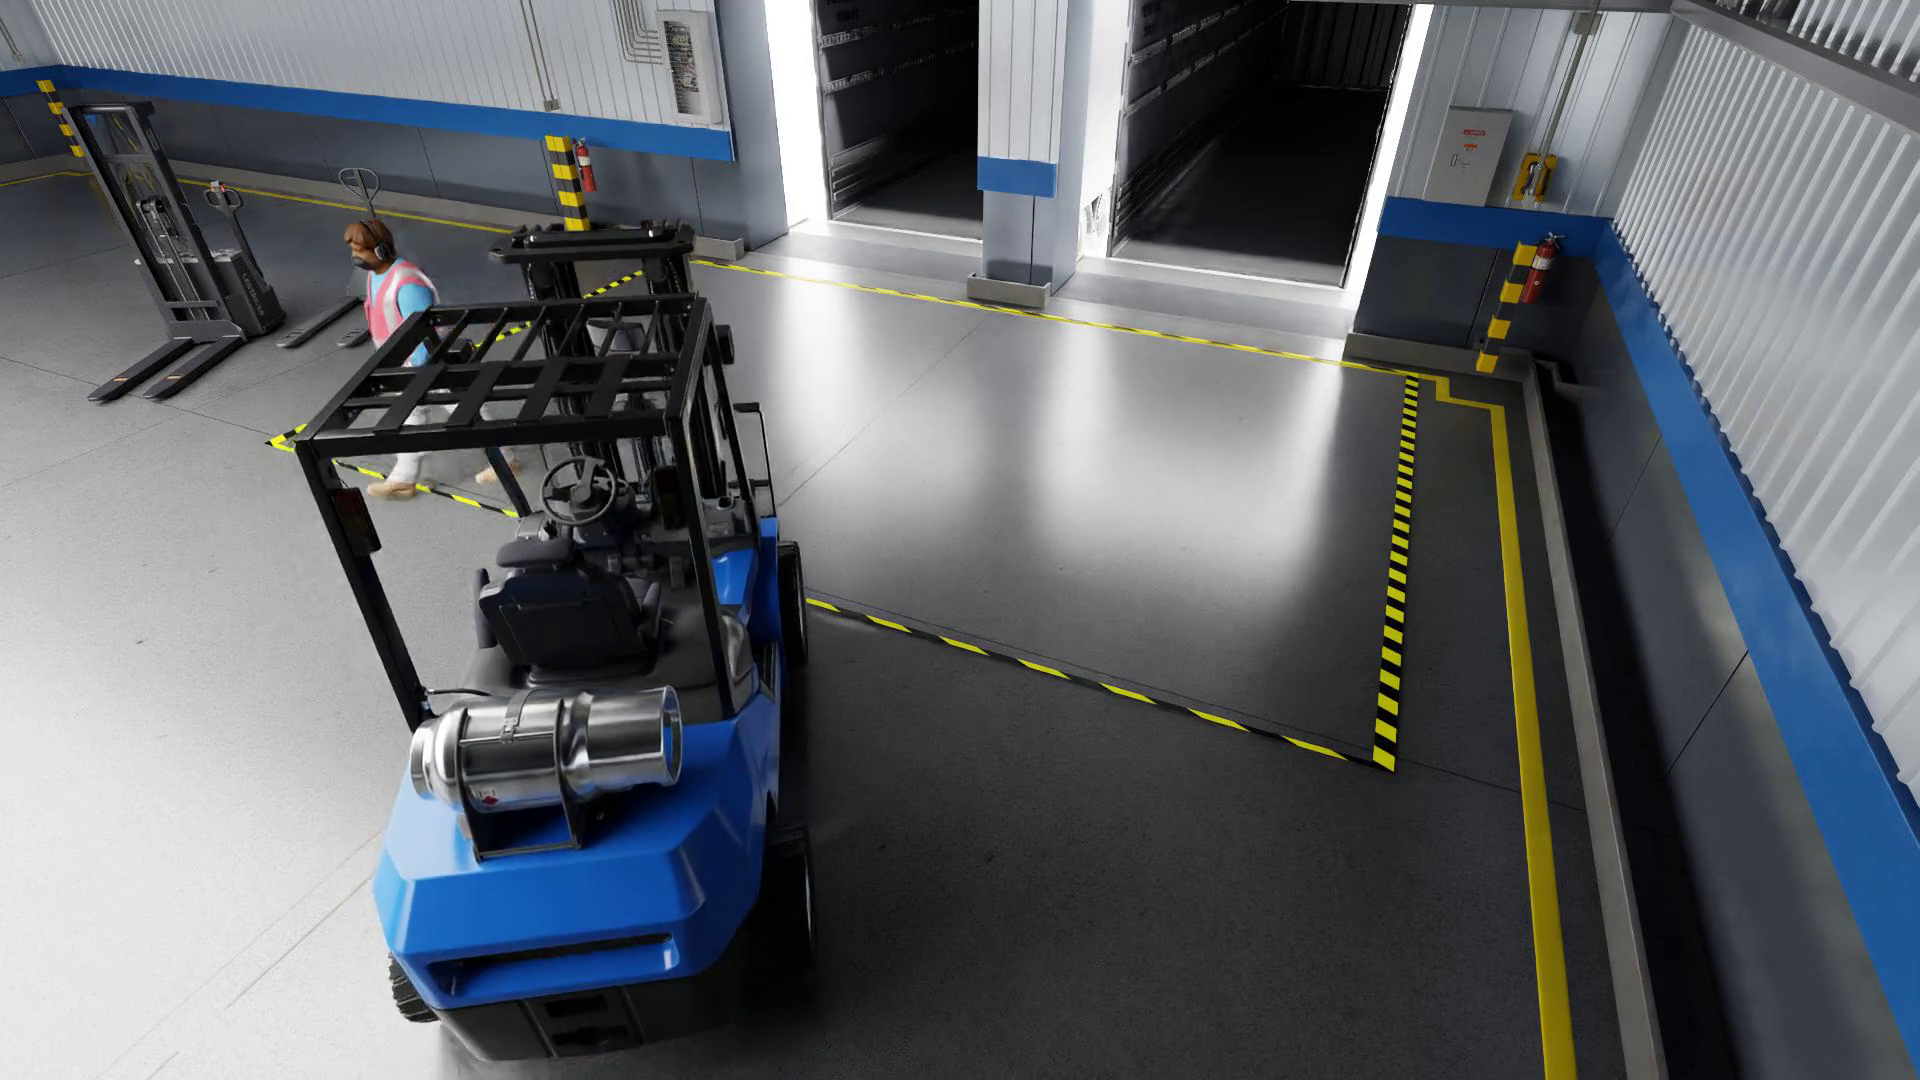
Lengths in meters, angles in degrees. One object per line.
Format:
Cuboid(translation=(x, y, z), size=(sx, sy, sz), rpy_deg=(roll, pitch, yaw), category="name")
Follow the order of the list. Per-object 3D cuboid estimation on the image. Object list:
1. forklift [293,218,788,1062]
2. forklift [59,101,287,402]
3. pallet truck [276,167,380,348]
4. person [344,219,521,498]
Cuboid(translation=(-1.348, 0.146, 3.500), size=(1.157, 2.036, 2.680), rpy_deg=(-5, 35, -7), category="forklift")
Cuboid(translation=(-6.686, -2.387, 7.434), size=(0.823, 1.965, 1.885), rpy_deg=(-3, 35, -5), category="forklift")
Cuboid(translation=(-5.732, -2.611, 8.414), size=(0.680, 1.201, 1.601), rpy_deg=(-1, 35, -1), category="pallet truck")
Cuboid(translation=(-3.450, -1.064, 5.712), size=(0.664, 1.803, 0.904), rpy_deg=(28, 44, 34), category="person")
